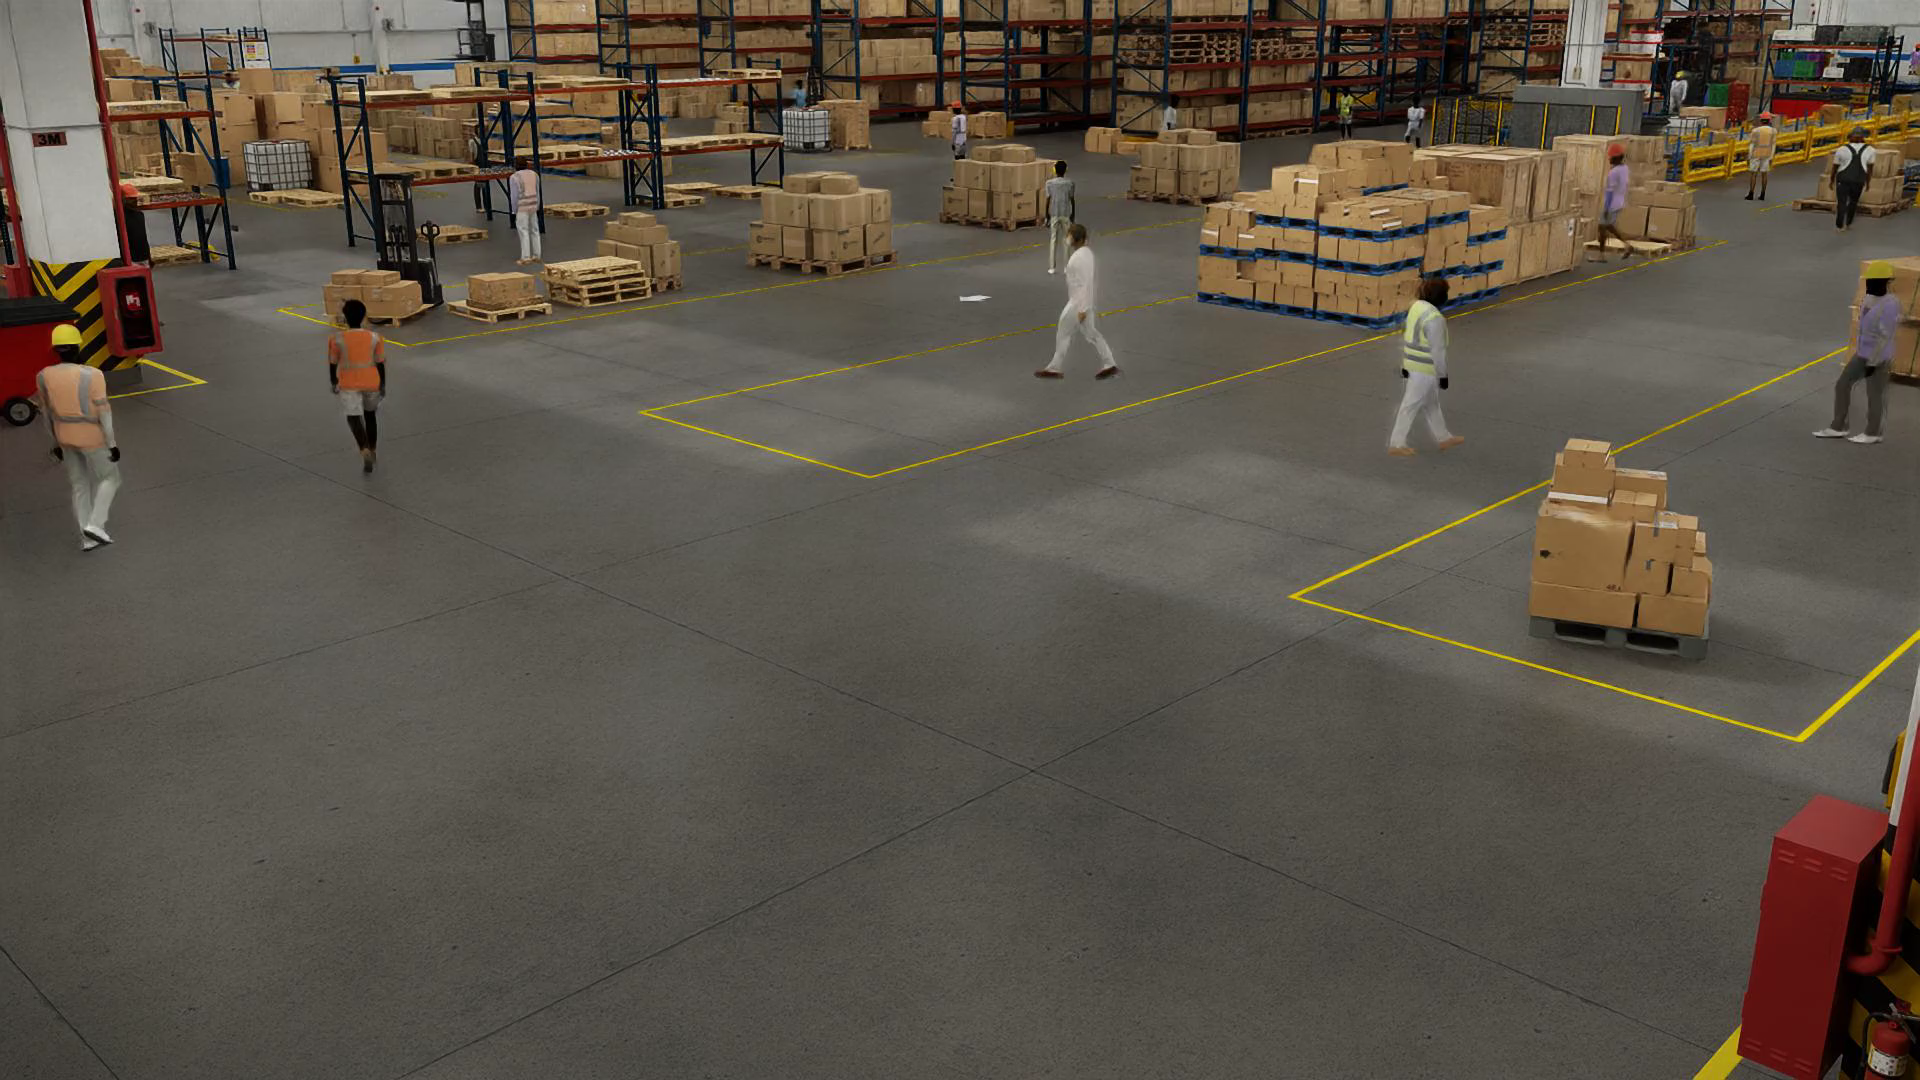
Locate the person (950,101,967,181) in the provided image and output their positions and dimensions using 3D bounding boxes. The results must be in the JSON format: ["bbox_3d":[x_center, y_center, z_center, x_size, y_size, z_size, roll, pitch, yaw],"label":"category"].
[{"bbox_3d":[-0.049,-9.731,40.598,0.398,1.928,0.542,11,21,29],"label":"person"}]

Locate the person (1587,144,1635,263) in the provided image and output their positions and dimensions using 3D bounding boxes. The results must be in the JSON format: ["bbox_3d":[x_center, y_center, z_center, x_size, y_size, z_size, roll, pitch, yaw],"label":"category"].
[{"bbox_3d":[11.194,-5.720,28.359,0.659,2.020,0.623,17,25,42],"label":"person"}]

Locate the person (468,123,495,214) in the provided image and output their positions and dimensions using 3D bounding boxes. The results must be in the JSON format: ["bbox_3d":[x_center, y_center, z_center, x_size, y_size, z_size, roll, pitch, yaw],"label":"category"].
[{"bbox_3d":[-10.030,-7.794,34.880,0.343,1.847,0.506,11,21,29],"label":"person"}]

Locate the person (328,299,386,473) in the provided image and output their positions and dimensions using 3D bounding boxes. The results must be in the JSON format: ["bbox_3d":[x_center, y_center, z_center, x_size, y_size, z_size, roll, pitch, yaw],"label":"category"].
[{"bbox_3d":[-5.828,-1.504,16.201,0.521,1.671,0.761,-12,22,-33],"label":"person"}]

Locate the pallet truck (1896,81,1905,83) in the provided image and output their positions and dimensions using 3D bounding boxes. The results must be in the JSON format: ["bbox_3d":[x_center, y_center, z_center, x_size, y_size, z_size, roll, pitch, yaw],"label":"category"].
[{"bbox_3d":[34.802,-16.331,61.455,0.653,1.274,1.630,17,25,41],"label":"pallet truck"}]

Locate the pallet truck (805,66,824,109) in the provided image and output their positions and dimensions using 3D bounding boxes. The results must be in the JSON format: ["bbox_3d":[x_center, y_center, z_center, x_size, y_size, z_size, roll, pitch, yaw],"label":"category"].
[{"bbox_3d":[-4.812,-15.182,56.903,0.823,1.965,1.885,-9,21,-26],"label":"pallet truck"}]

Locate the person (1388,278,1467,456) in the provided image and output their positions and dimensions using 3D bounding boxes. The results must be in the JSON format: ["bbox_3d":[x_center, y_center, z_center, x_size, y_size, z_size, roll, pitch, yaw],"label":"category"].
[{"bbox_3d":[4.755,-1.717,16.640,0.915,1.799,0.652,0,18,-1],"label":"person"}]

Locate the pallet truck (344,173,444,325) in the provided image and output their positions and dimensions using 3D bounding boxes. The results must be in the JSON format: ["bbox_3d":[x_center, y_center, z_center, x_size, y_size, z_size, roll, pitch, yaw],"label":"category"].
[{"bbox_3d":[-8.209,-4.181,23.757,0.823,1.965,1.885,3,19,9],"label":"pallet truck"}]

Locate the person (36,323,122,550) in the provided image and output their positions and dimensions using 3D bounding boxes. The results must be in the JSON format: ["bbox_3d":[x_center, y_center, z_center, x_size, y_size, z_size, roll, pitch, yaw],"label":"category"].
[{"bbox_3d":[-7.309,-0.851,13.860,0.612,1.907,0.409,1,18,4],"label":"person"}]

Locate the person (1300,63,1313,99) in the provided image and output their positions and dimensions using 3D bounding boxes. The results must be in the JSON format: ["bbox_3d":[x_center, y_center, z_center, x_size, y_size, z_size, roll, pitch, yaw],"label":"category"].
[{"bbox_3d":[13.284,-17.409,63.781,0.641,1.882,1.021,-5,19,-14],"label":"person"}]

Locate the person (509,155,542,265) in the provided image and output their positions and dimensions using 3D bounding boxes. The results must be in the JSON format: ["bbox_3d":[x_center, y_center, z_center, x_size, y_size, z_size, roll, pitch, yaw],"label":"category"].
[{"bbox_3d":[-7.415,-5.612,28.314,0.429,1.841,0.633,11,21,29],"label":"person"}]

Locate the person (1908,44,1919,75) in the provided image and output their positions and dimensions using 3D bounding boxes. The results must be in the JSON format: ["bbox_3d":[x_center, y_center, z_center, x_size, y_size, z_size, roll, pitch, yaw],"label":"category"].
[{"bbox_3d":[46.733,-23.280,81.391,0.543,1.939,0.361,-3,19,-9],"label":"person"}]

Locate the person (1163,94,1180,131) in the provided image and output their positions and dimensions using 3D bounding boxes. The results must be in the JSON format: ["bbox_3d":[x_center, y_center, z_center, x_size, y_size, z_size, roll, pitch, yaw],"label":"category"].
[{"bbox_3d":[5.482,-10.525,42.951,0.495,1.943,0.659,8,20,22],"label":"person"}]

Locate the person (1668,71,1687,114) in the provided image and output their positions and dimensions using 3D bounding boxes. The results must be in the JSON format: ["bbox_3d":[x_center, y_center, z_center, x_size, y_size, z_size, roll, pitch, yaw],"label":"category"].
[{"bbox_3d":[25.050,-15.446,58.049,0.600,1.783,0.932,16,24,41],"label":"person"}]

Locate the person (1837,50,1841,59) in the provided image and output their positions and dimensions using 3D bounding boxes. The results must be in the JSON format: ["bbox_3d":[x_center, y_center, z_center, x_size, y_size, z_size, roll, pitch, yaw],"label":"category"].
[{"bbox_3d":[40.044,-21.574,76.271,0.600,1.923,0.448,5,19,13],"label":"person"}]

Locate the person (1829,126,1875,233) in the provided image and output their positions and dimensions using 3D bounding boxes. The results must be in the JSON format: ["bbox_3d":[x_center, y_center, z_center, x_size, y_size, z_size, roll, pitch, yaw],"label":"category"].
[{"bbox_3d":[17.196,-6.994,32.165,0.702,2.000,0.957,6,19,16],"label":"person"}]

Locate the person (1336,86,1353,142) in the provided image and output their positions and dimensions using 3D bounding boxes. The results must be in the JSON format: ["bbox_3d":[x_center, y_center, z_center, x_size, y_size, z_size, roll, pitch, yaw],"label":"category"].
[{"bbox_3d":[11.788,-13.010,50.860,0.320,1.684,0.541,-11,21,-30],"label":"person"}]

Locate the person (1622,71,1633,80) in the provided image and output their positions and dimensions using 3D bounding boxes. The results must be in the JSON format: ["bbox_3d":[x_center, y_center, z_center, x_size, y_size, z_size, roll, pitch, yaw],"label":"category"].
[{"bbox_3d":[24.849,-16.715,62.145,0.804,1.608,0.502,-12,22,-32],"label":"person"}]

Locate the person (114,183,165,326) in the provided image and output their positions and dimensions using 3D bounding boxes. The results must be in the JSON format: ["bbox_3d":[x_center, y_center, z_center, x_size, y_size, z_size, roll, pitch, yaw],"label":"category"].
[{"bbox_3d":[-11.346,-3.896,22.905,0.377,1.995,0.608,3,19,9],"label":"person"}]

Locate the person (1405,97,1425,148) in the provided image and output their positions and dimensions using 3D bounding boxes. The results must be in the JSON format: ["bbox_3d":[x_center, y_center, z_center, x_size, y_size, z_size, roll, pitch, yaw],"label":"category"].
[{"bbox_3d":[12.551,-11.406,46.055,0.535,1.656,0.790,15,24,39],"label":"person"}]

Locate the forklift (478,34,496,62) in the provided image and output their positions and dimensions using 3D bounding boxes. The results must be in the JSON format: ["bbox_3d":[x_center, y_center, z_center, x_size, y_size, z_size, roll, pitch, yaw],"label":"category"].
[{"bbox_3d":[-18.639,-18.554,65.683,1.129,2.768,1.873,17,25,41],"label":"forklift"}]

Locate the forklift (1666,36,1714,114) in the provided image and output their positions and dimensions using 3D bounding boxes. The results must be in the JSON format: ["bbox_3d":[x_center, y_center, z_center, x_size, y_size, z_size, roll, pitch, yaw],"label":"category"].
[{"bbox_3d":[27.341,-17.291,61.877,1.129,2.768,1.873,17,25,41],"label":"forklift"}]

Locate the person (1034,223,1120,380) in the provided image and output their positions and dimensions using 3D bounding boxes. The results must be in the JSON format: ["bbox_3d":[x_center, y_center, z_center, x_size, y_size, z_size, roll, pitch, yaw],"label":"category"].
[{"bbox_3d":[1.456,-2.837,19.886,1.025,1.894,0.649,4,19,12],"label":"person"}]

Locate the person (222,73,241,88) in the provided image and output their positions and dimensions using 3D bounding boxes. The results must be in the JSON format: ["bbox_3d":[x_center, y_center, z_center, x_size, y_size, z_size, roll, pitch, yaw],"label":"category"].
[{"bbox_3d":[-23.808,-14.338,54.561,0.665,1.867,0.805,-5,19,-15],"label":"person"}]

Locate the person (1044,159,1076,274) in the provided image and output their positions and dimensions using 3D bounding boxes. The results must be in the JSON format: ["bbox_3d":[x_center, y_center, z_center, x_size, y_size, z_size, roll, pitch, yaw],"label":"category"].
[{"bbox_3d":[1.643,-5.308,27.347,0.518,1.876,0.326,0,18,1],"label":"person"}]

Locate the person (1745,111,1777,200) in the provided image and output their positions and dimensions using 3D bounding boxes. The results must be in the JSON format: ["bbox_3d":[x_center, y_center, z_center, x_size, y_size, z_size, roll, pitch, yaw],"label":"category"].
[{"bbox_3d":[17.786,-8.530,36.960,0.547,1.934,0.376,3,19,8],"label":"person"}]

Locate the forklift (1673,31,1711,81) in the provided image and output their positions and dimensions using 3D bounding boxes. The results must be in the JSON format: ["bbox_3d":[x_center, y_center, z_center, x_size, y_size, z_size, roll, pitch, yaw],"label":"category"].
[{"bbox_3d":[30.998,-19.869,69.645,1.873,2.768,1.129,4,19,12],"label":"forklift"}]

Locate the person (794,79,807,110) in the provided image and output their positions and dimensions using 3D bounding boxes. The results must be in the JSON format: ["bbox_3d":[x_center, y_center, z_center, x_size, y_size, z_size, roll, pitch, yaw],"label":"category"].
[{"bbox_3d":[-5.222,-14.277,54.667,0.490,1.677,0.551,16,24,39],"label":"person"}]

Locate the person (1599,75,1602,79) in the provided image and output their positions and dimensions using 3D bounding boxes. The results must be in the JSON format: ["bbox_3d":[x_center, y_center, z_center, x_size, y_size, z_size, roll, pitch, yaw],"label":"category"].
[{"bbox_3d":[22.168,-15.551,58.179,0.641,1.899,0.394,14,23,37],"label":"person"}]

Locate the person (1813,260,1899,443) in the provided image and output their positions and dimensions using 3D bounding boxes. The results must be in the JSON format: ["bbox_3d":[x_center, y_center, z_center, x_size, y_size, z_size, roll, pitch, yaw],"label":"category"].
[{"bbox_3d":[9.232,-1.916,17.070,0.750,1.900,0.622,1,18,2],"label":"person"}]
